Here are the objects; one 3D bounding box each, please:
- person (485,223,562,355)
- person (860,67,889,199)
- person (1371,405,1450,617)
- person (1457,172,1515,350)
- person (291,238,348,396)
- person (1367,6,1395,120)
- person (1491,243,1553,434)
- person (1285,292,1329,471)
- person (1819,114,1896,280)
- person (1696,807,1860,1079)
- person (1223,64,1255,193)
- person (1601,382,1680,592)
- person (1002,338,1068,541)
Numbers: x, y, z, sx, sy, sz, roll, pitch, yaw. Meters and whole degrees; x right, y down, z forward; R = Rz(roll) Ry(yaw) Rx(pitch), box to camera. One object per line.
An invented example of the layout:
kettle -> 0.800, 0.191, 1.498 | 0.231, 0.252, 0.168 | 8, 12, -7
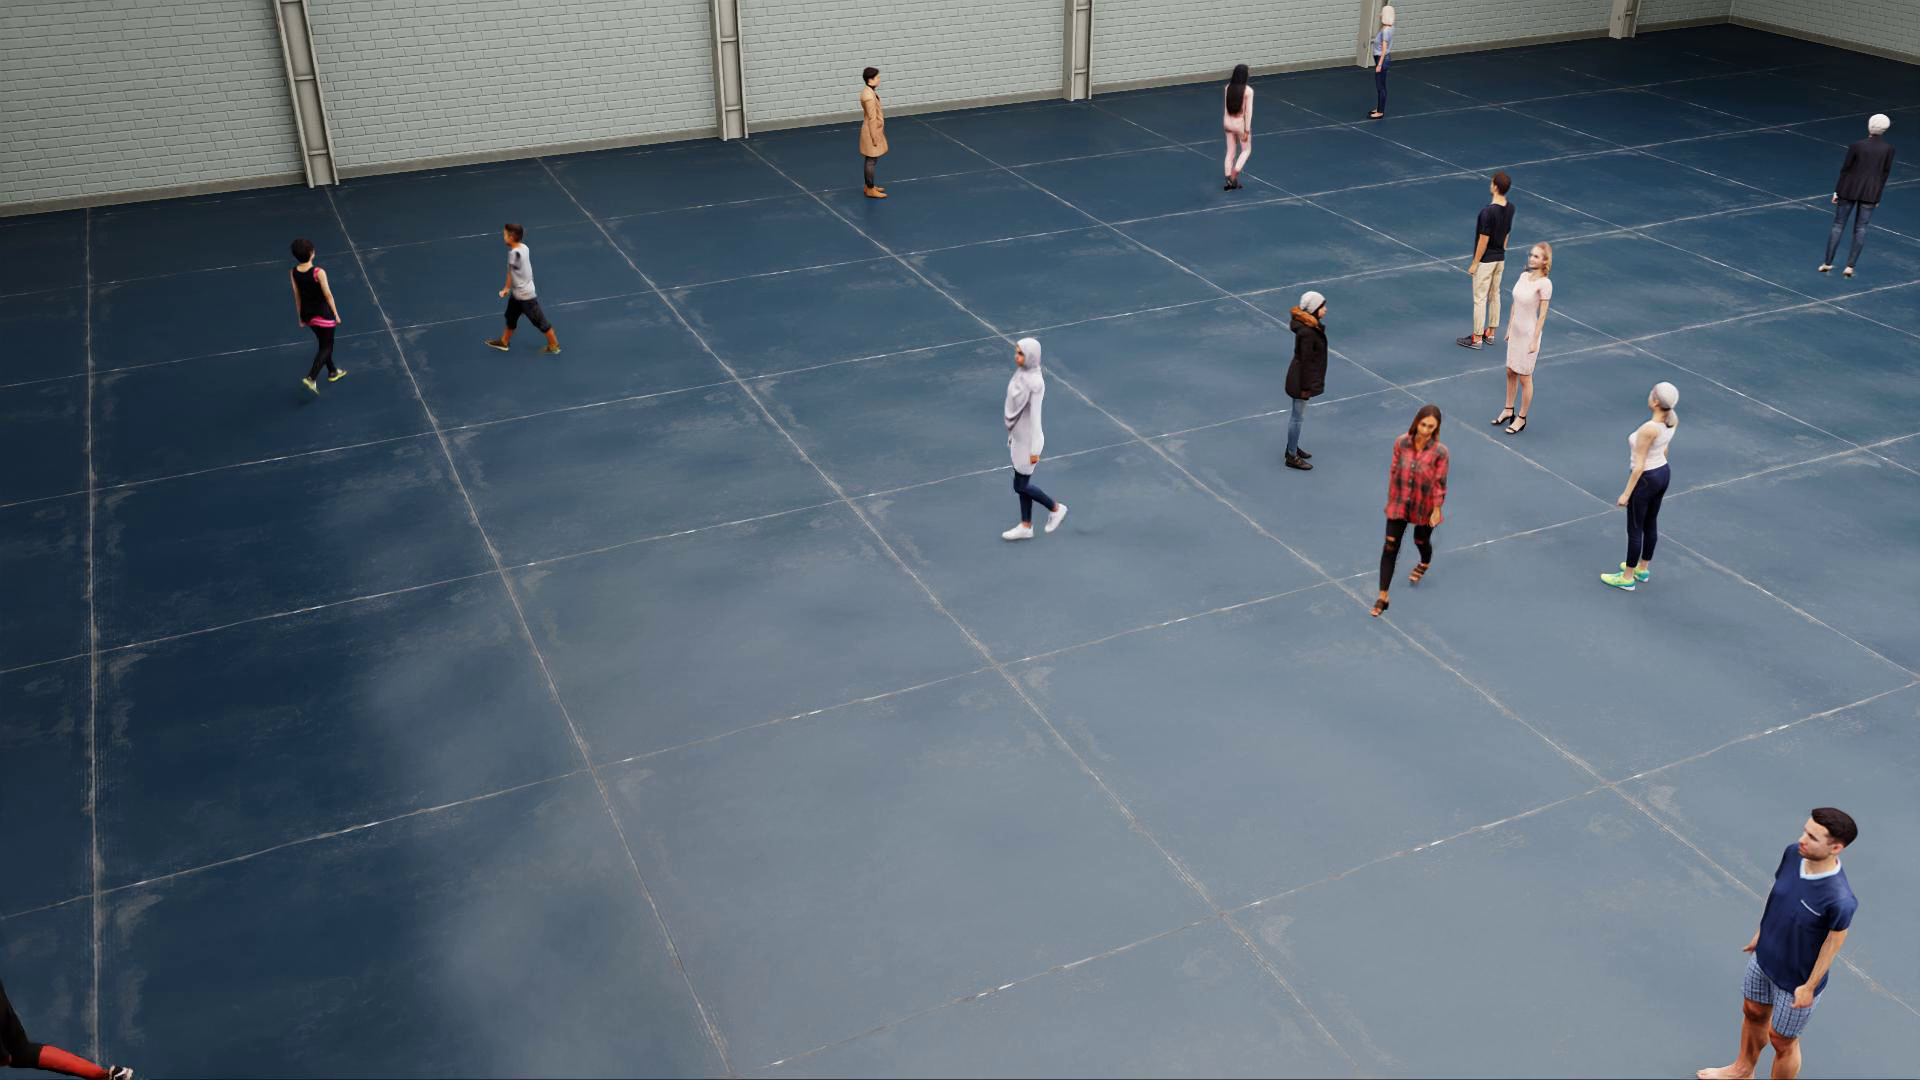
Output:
person -> -4.492, -2.628, 17.340 | 1.089, 1.413, 0.816 | -1, 28, -1
person -> -1.200, -5.506, 22.409 | 0.710, 1.727, 0.716 | -4, 28, -8
person -> 3.493, -0.270, 12.648 | 0.981, 1.662, 1.198 | 20, 34, 32
person -> 5.553, -2.930, 17.436 | 0.538, 1.856, 0.752 | -19, 34, -32
person -> -6.373, -2.189, 16.393 | 0.938, 1.528, 1.003 | 10, 30, 17
person -> 6.669, -7.539, 26.232 | 0.708, 1.722, 0.644 | 10, 30, 18
person -> 5.272, -1.884, 15.500 | 0.517, 1.828, 0.589 | -10, 30, -17
person -> 3.082, -1.450, 14.894 | 0.777, 1.633, 0.732 | 7, 29, 12
person -> 9.578, -3.696, 17.798 | 0.822, 1.779, 0.782 | 12, 30, 21
person -> 4.039, 2.050, 8.090 | 0.648, 1.850, 0.676 | -4, 28, -8
person -> 3.689, -5.551, 22.512 | 0.732, 1.711, 0.764 | 23, 36, 36
person -> 5.332, -0.422, 12.889 | 0.542, 1.702, 0.704 | -20, 34, -33
person -> 0.620, -0.811, 13.552 | 0.816, 1.766, 0.682 | -7, 29, -13
